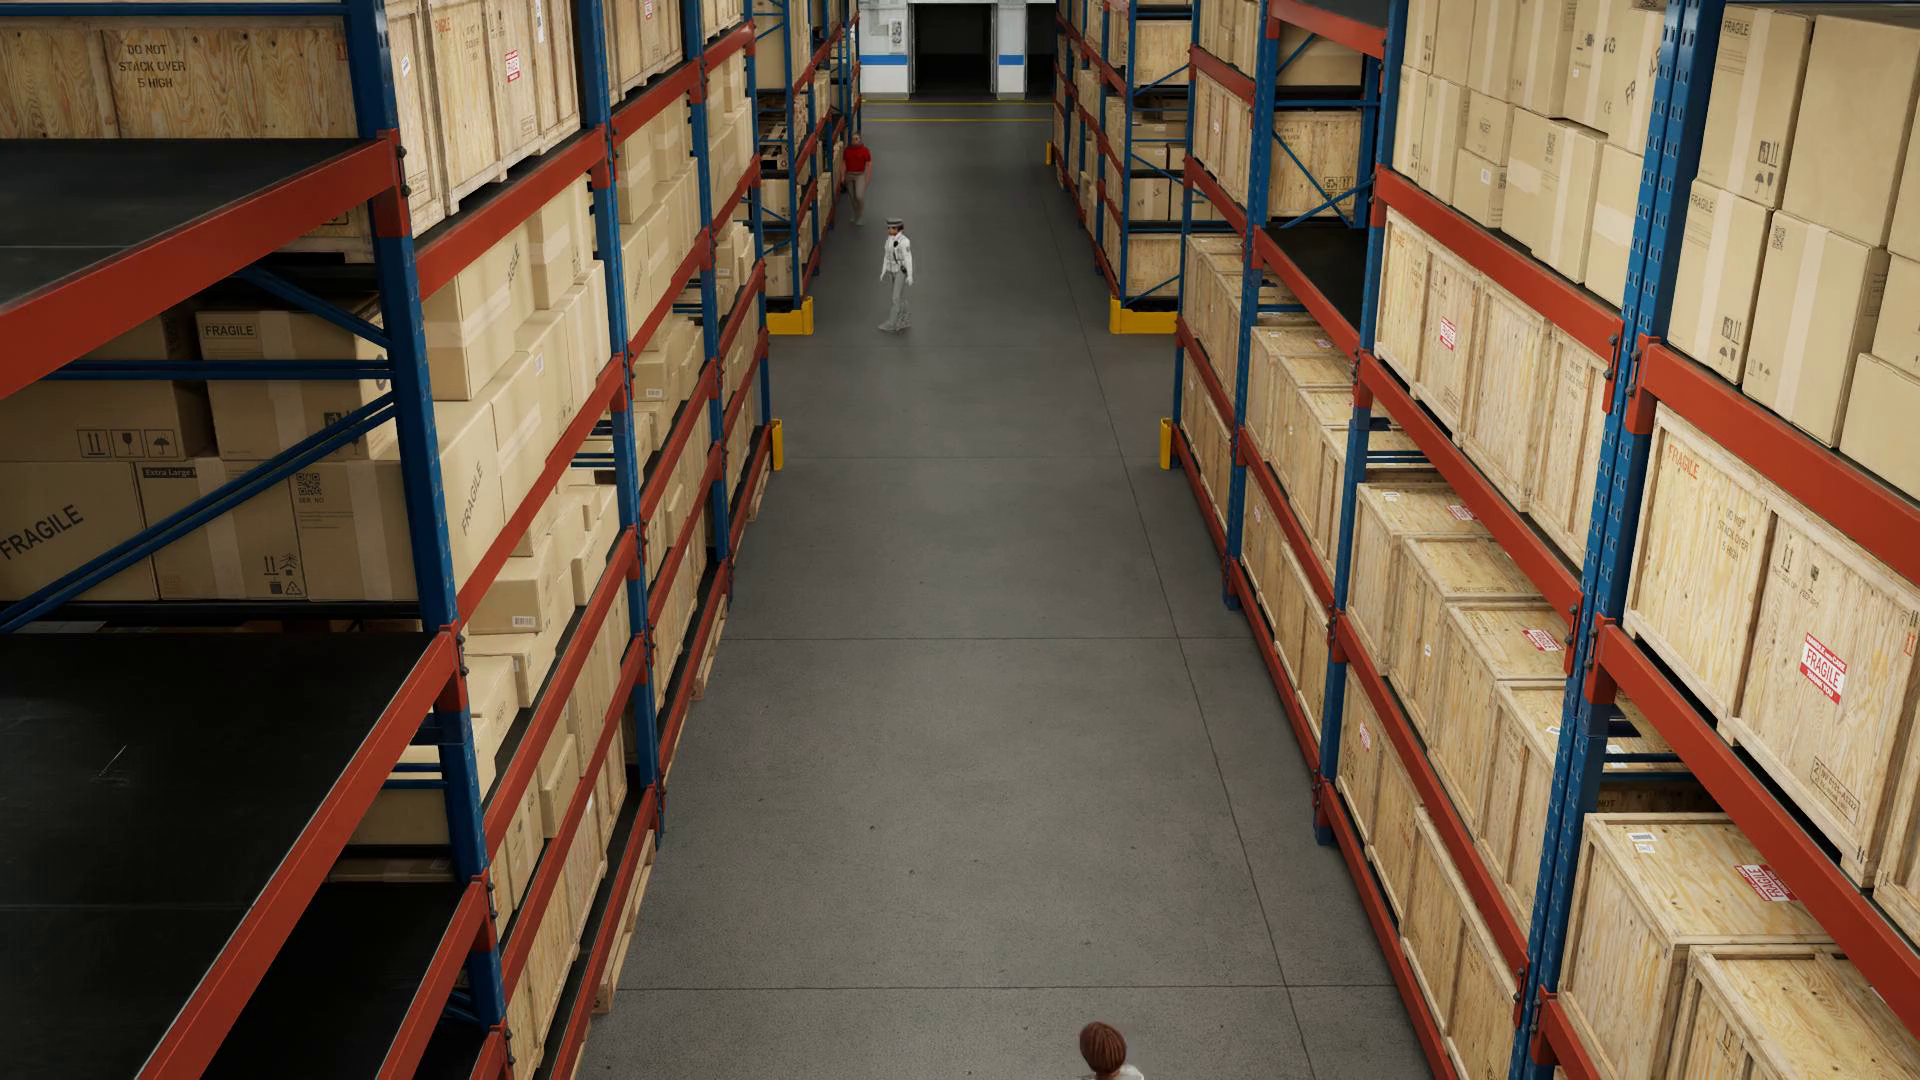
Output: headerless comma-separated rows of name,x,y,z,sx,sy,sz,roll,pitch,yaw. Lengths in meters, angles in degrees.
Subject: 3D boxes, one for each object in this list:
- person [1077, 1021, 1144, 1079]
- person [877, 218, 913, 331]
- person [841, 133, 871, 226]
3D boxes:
person,0.639,2.857,7.504,0.443,1.618,0.391,-7,23,-18
person,-1.022,-3.922,24.554,0.677,1.655,0.512,-15,26,-33
person,-2.055,-7.021,32.318,0.544,1.711,0.729,7,23,17
